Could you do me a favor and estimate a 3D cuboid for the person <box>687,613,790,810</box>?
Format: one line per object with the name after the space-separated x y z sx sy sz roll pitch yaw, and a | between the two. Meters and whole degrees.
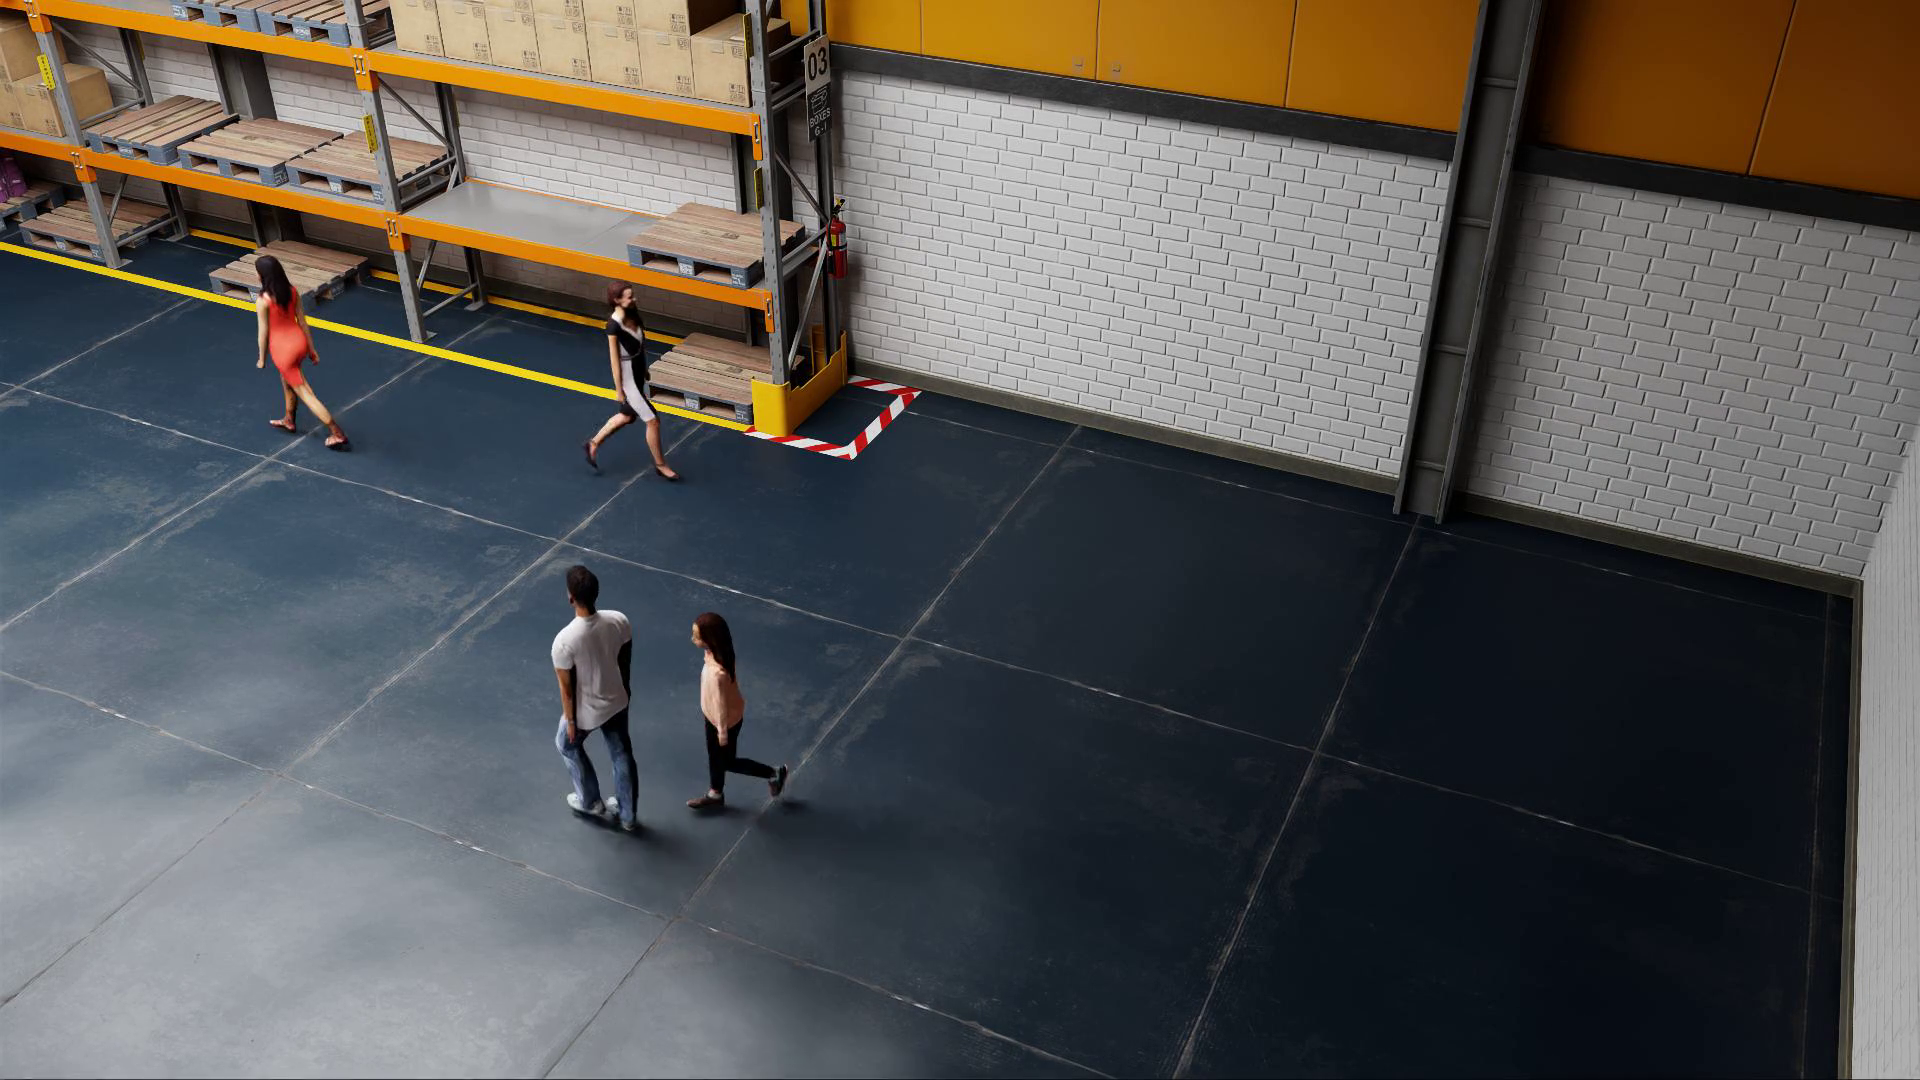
-1.379 1.056 10.086 0.962 1.471 0.883 -9 35 -13 | person

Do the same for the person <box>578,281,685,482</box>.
-2.706 -1.247 13.286 1.166 1.765 0.835 4 34 6 | person

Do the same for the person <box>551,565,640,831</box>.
-2.106 1.005 9.826 0.822 1.845 0.871 -26 41 -33 | person

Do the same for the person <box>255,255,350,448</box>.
-5.474 -1.507 13.755 1.112 1.678 0.647 11 35 16 | person
